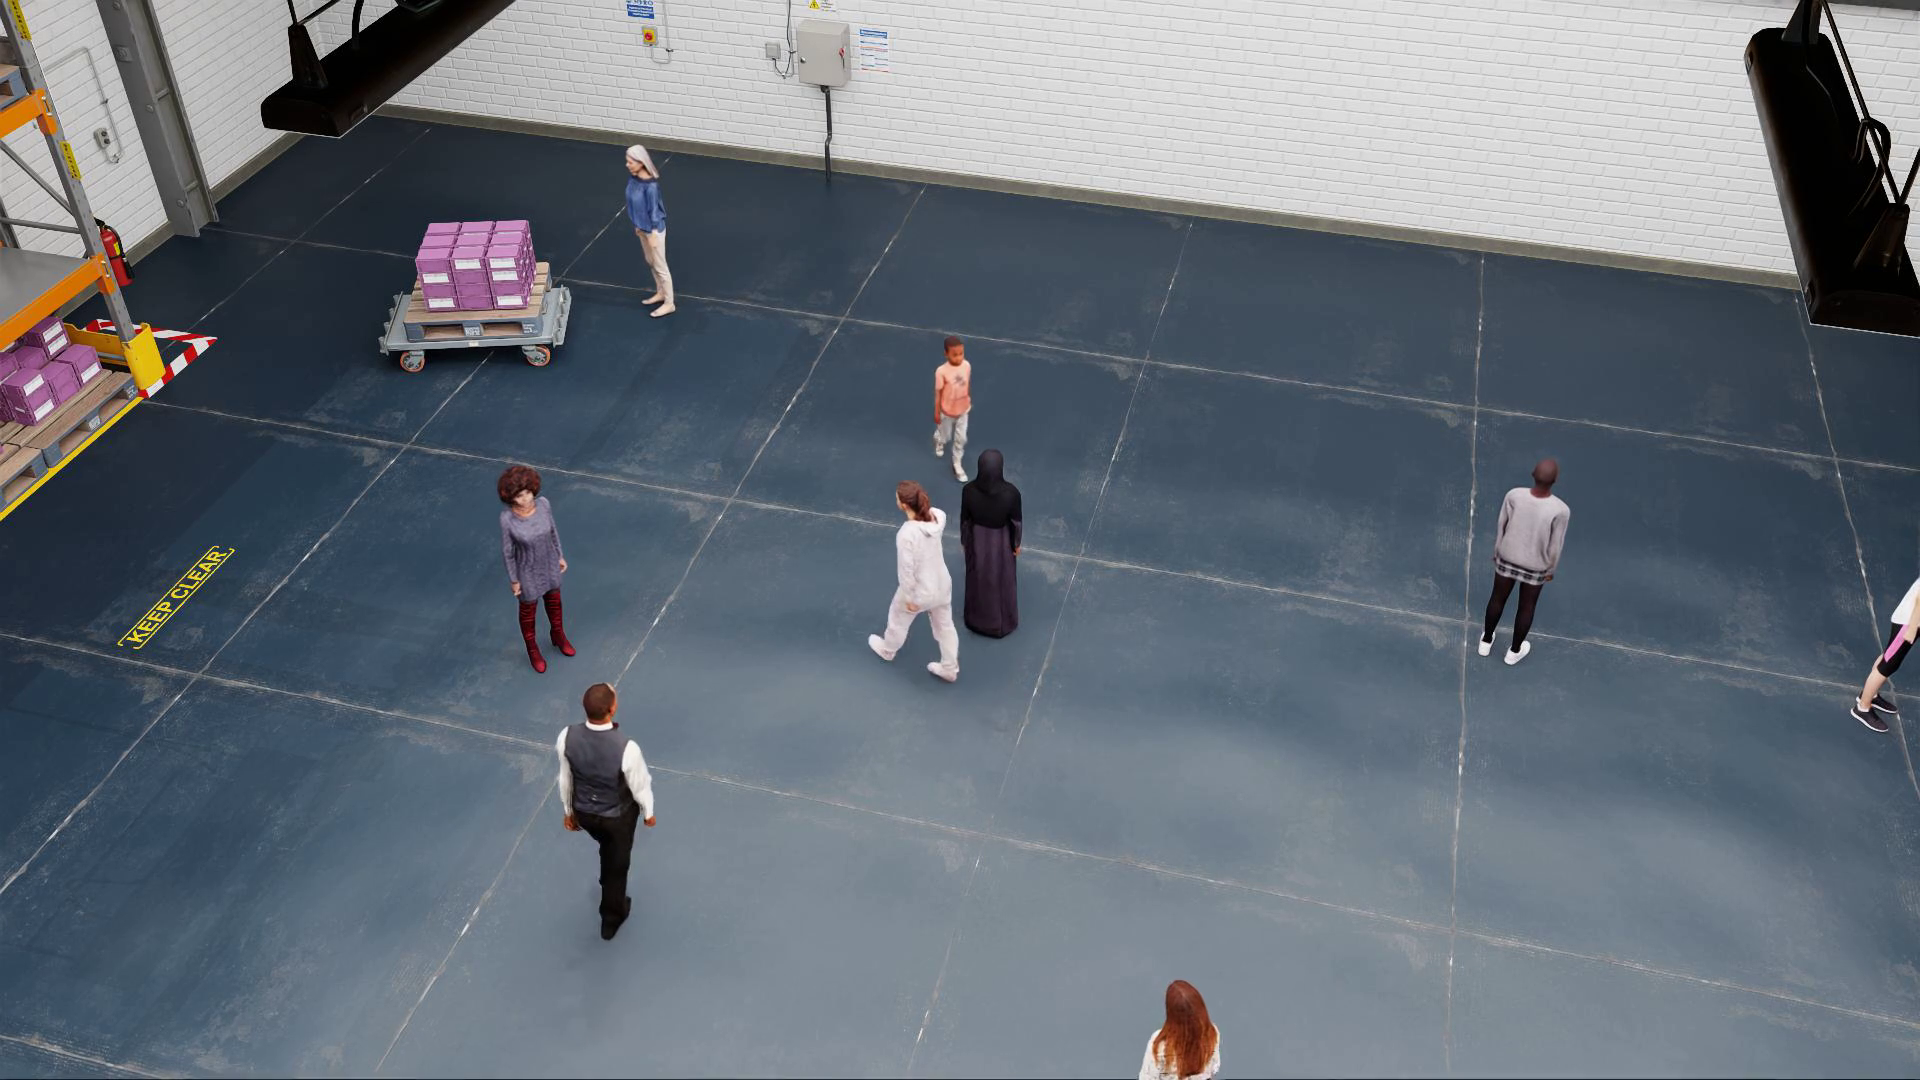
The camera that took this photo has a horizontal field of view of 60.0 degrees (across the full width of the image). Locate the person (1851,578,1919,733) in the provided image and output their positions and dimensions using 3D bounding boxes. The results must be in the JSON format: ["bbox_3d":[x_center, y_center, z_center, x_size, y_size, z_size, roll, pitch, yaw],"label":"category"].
[{"bbox_3d":[6.486,0.523,11.318,0.738,1.789,0.606,28,46,31],"label":"person"}]

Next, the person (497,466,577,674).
[{"bbox_3d":[-3.010,0.193,11.795,0.626,1.710,0.727,-29,47,-31],"label":"person"}]

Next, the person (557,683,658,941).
[{"bbox_3d":[-2.113,1.674,9.792,0.698,1.895,0.730,10,40,12],"label":"person"}]

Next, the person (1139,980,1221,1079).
[{"bbox_3d":[1.117,2.895,8.409,0.754,1.713,0.810,-8,39,-10],"label":"person"}]

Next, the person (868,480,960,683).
[{"bbox_3d":[-0.179,0.346,11.647,0.976,1.655,1.012,32,48,33],"label":"person"}]

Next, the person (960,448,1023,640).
[{"bbox_3d":[0.216,0.006,12.106,0.622,1.615,0.610,5,39,7],"label":"person"}]

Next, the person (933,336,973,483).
[{"bbox_3d":[-0.084,-1.131,13.783,0.738,1.297,0.837,-15,41,-18],"label":"person"}]

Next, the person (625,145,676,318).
[{"bbox_3d":[-2.920,-2.947,15.735,0.758,1.700,0.713,-24,44,-27],"label":"person"}]

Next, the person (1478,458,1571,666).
[{"bbox_3d":[4.001,0.142,11.810,0.675,1.771,0.643,22,44,25],"label":"person"}]
